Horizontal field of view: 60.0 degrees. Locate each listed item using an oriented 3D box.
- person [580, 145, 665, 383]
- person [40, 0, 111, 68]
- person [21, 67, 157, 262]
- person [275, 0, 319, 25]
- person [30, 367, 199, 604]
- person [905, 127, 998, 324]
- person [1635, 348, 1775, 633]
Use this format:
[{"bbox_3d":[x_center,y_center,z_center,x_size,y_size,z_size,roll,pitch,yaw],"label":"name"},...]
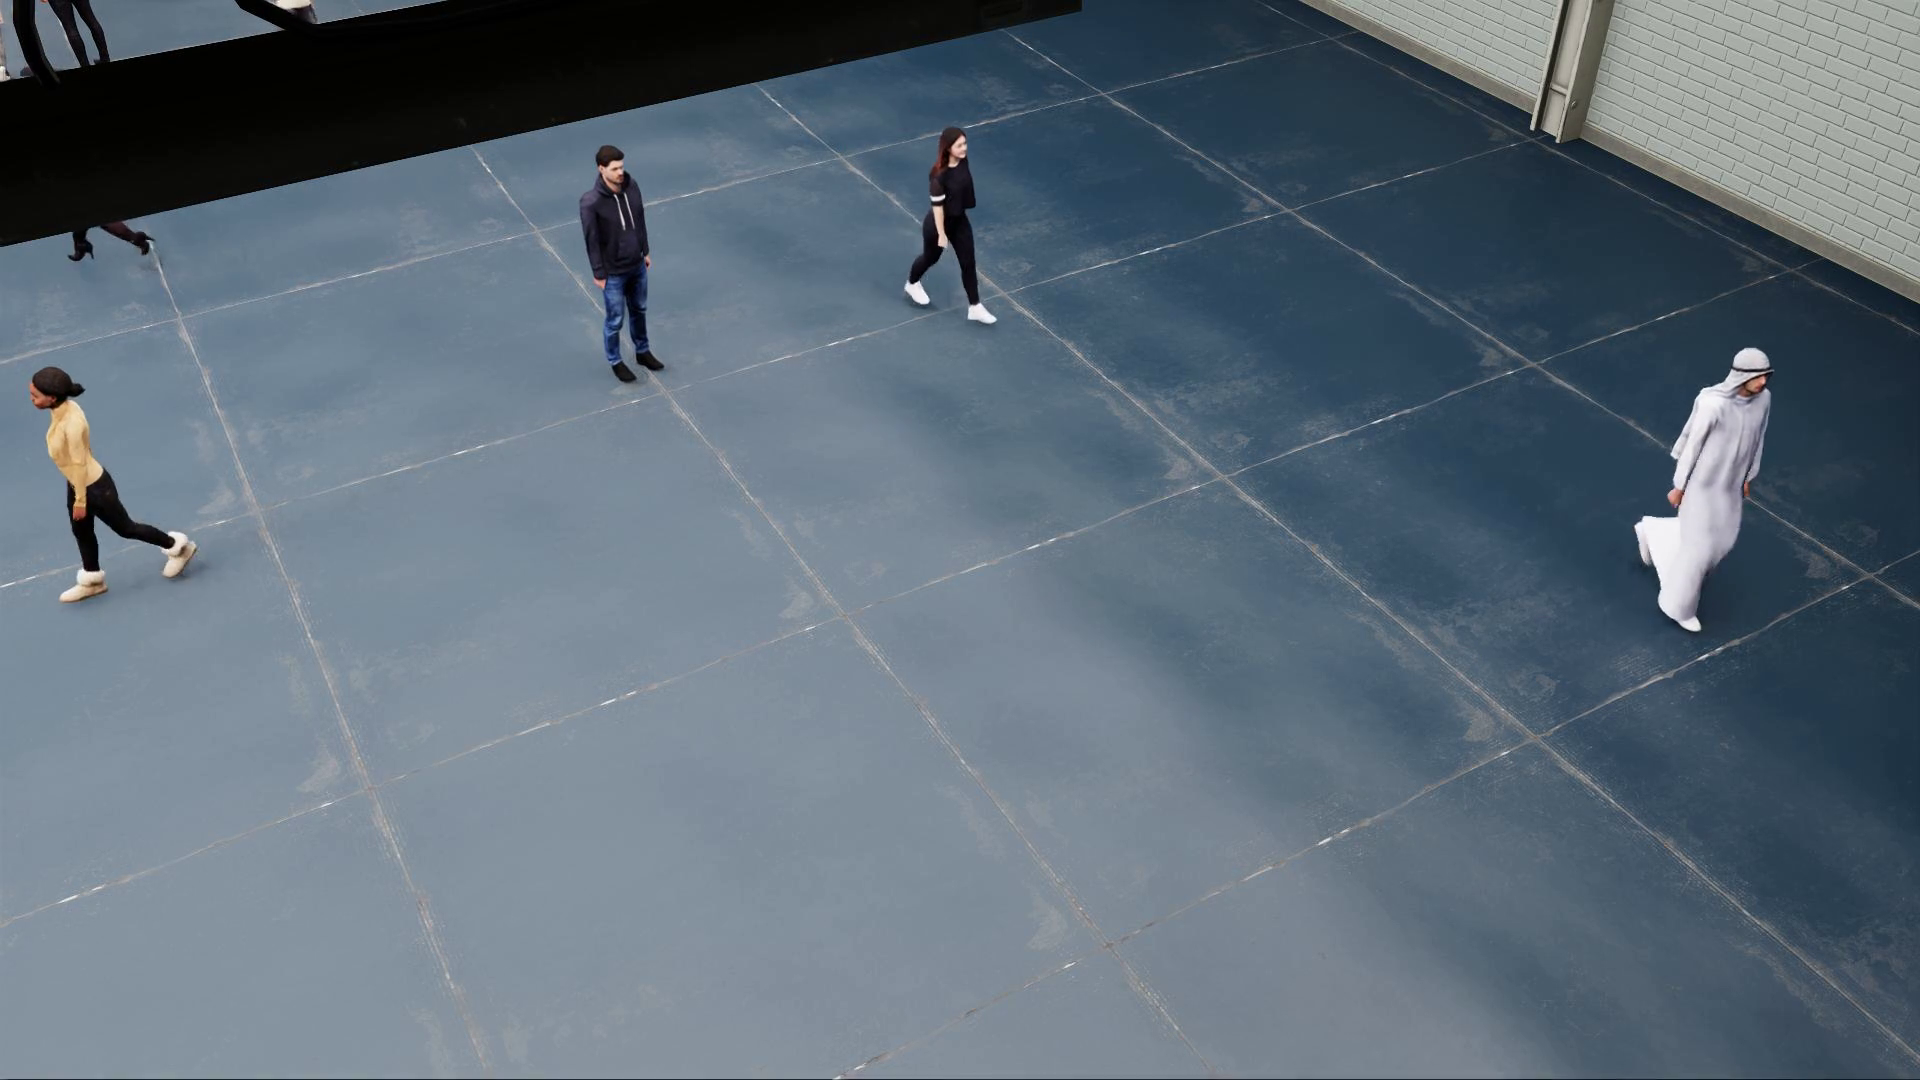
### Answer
[{"bbox_3d":[-2.513,-2.057,12.281,0.693,1.888,0.730,28,46,31],"label":"person"},{"bbox_3d":[-9.065,-5.639,16.833,0.840,1.921,0.840,18,41,22],"label":"person"},{"bbox_3d":[-7.211,-3.018,13.637,1.066,1.730,1.117,1,38,1],"label":"person"},{"bbox_3d":[-6.755,-5.399,16.805,0.649,1.576,0.738,-28,46,-31],"label":"person"},{"bbox_3d":[-5.296,-0.356,10.310,0.759,1.637,1.055,-27,45,-30],"label":"person"},{"bbox_3d":[-0.166,-2.490,13.074,1.200,1.593,0.915,25,45,29],"label":"person"},{"bbox_3d":[4.518,-0.389,10.134,0.725,1.906,1.015,-16,41,-19],"label":"person"}]
